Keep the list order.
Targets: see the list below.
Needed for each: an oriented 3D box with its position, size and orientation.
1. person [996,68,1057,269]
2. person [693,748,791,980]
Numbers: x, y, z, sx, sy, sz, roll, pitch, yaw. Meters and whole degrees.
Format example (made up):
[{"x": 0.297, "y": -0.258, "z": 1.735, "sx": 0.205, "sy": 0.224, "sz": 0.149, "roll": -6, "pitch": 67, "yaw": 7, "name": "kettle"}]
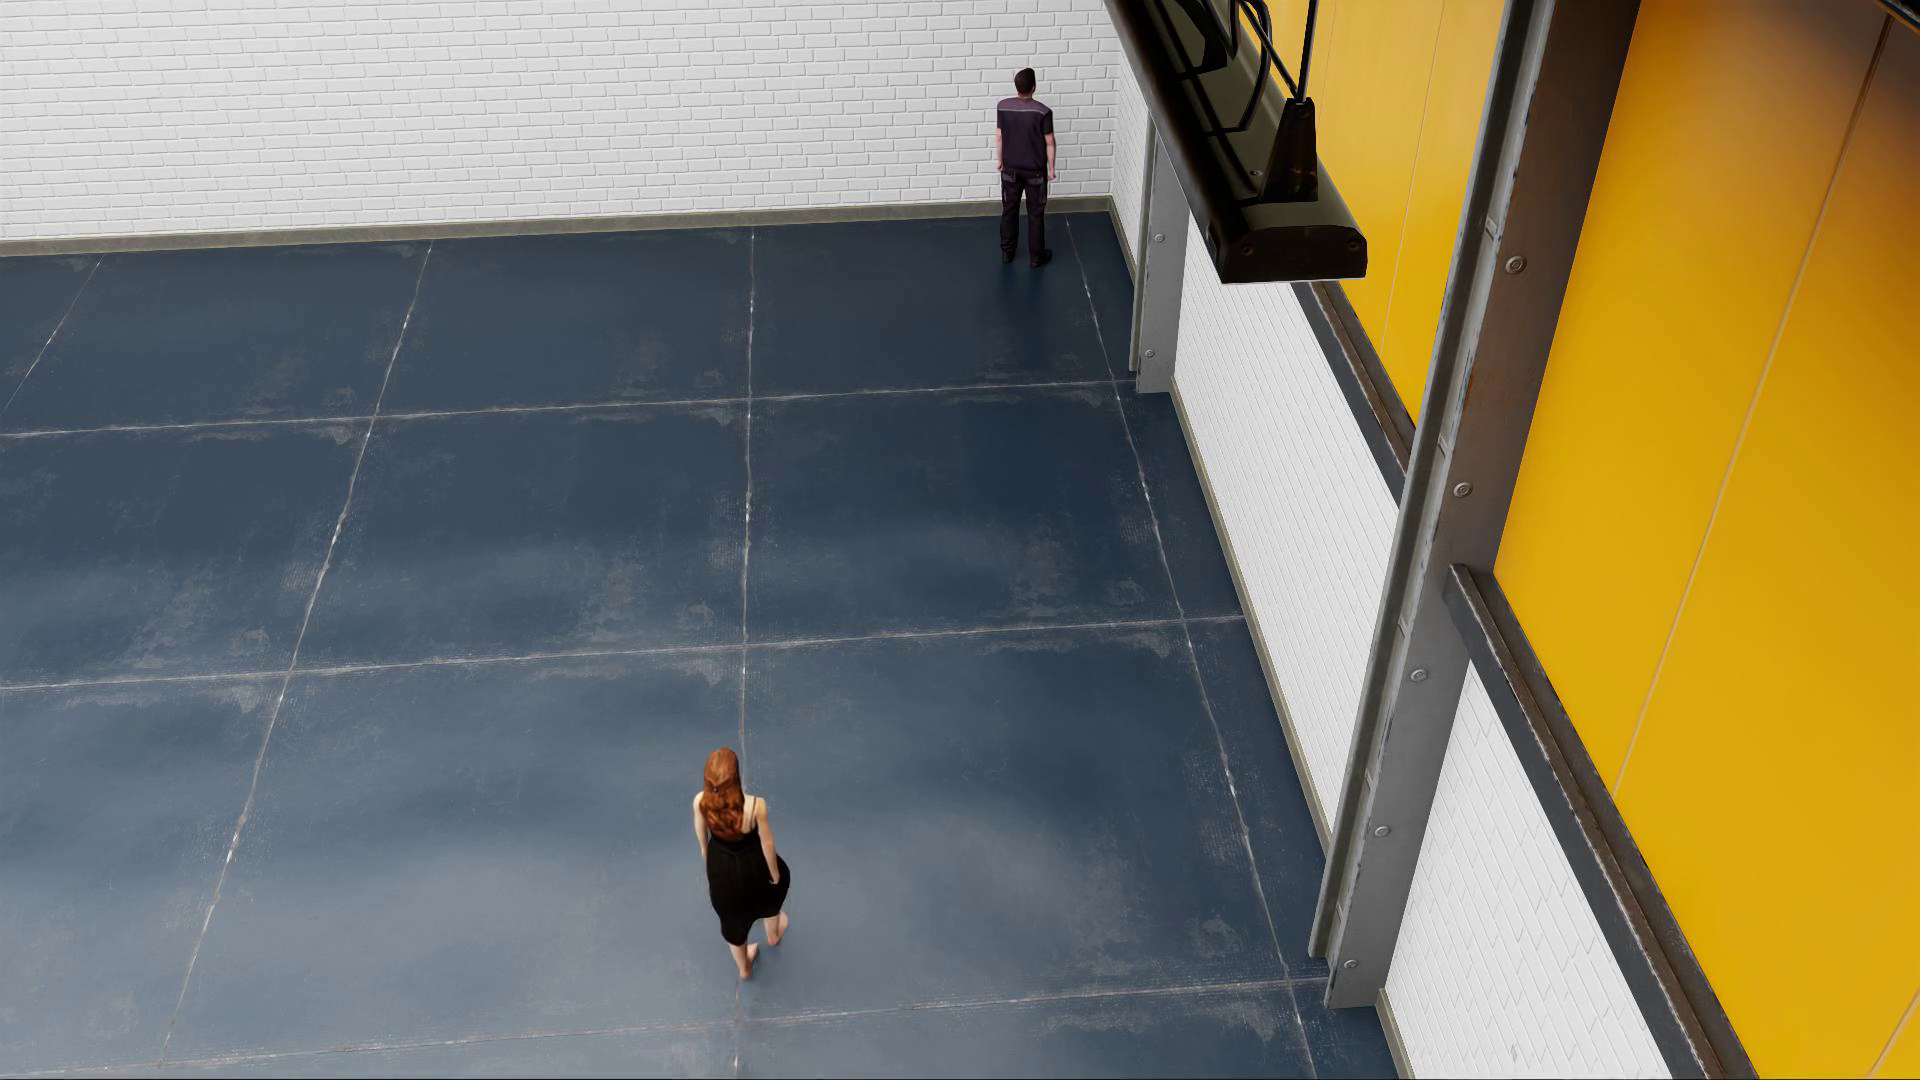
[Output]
[{"x": 0.576, "y": -3.305, "z": 14.775, "sx": 0.793, "sy": 1.846, "sz": 0.761, "roll": 13, "pitch": 40, "yaw": 16, "name": "person"}, {"x": -1.168, "y": 1.745, "z": 8.636, "sx": 0.675, "sy": 1.614, "sz": 0.752, "roll": 5, "pitch": 39, "yaw": 6, "name": "person"}]
